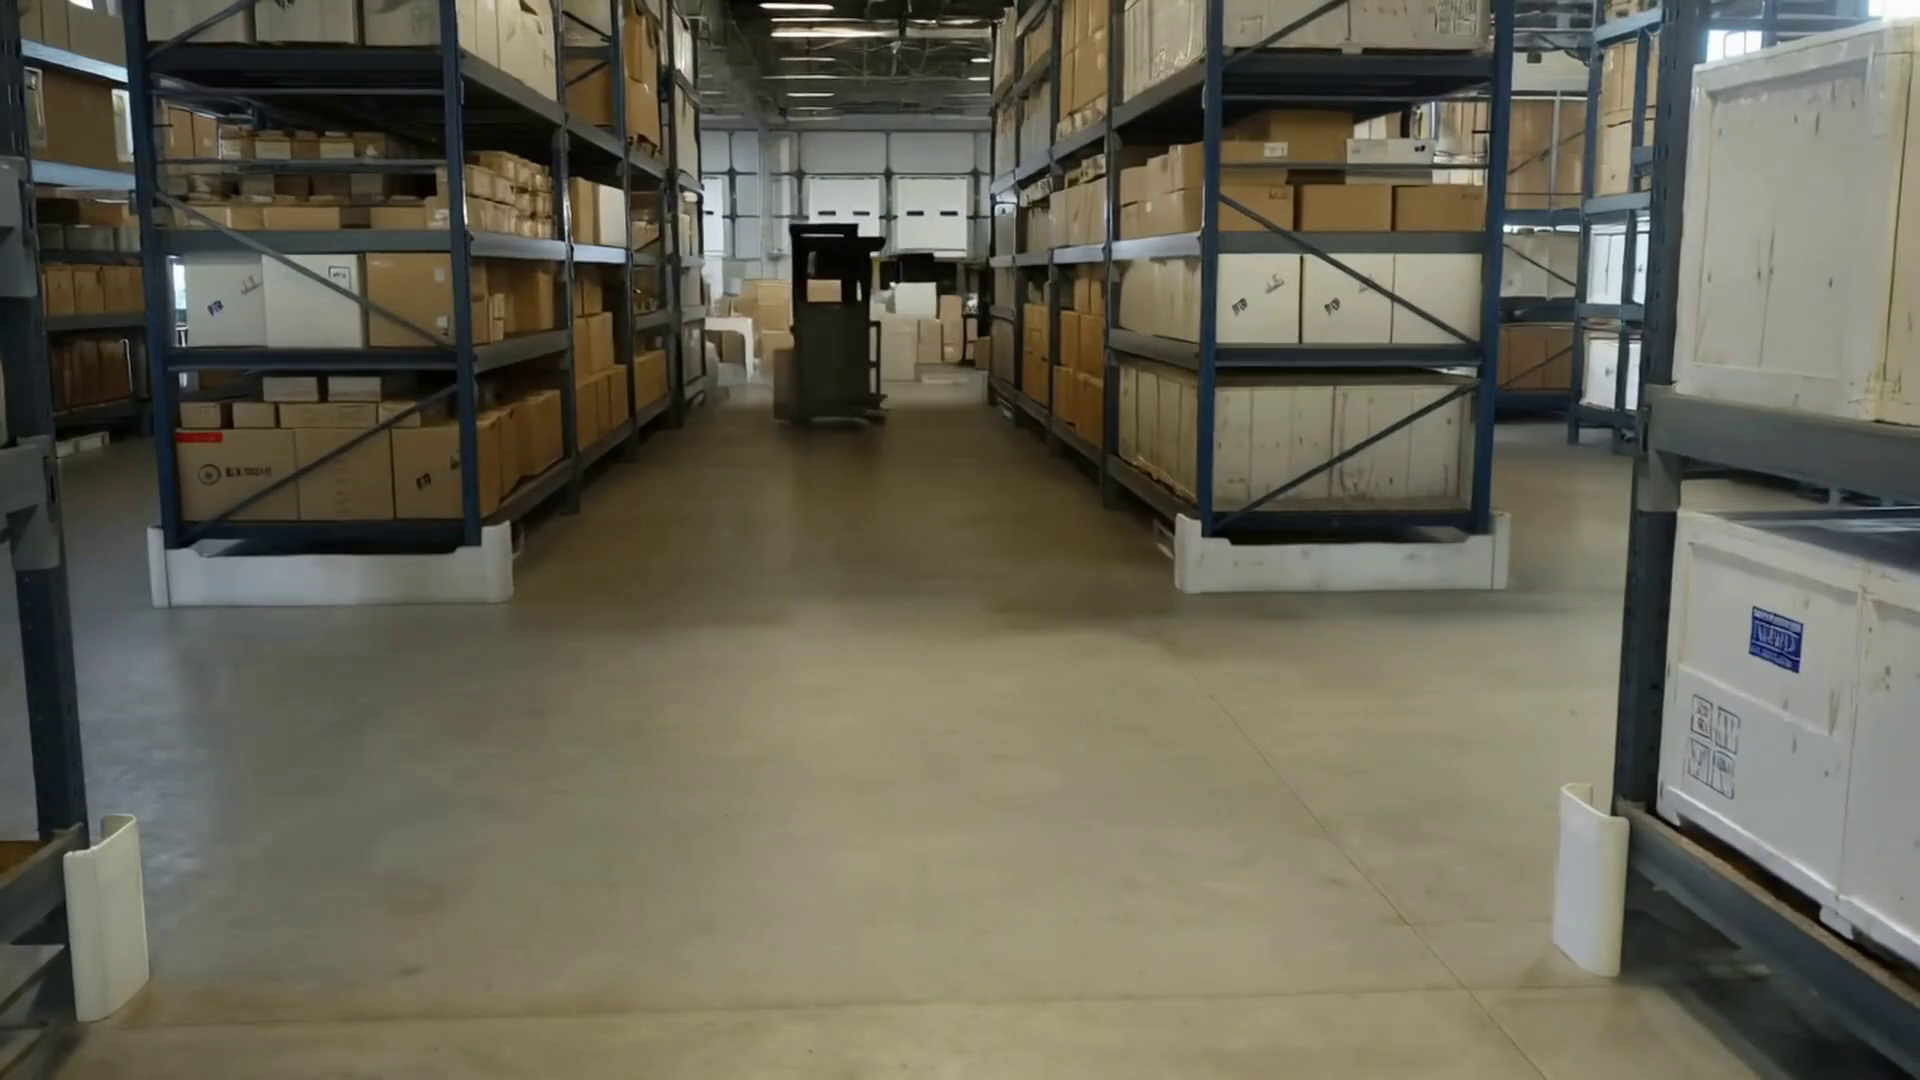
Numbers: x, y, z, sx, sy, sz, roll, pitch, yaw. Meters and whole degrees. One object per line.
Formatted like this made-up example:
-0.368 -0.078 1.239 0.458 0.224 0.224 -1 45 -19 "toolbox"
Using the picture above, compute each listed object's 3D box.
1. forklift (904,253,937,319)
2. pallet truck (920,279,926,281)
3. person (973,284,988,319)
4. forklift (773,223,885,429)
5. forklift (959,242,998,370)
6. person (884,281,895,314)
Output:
-1.321 -7.852 53.634 1.129 2.768 1.873 -5 10 -30 "forklift"
-0.932 -8.922 63.114 1.885 1.965 0.823 2 9 13 "pallet truck"
0.663 -6.268 46.835 0.563 1.885 1.012 -3 10 -19 "person"
-1.903 -3.028 23.343 1.129 2.768 1.873 -4 10 -22 "forklift"
1.039 -5.082 36.242 1.129 2.768 1.873 -9 13 -44 "forklift"
-2.083 -7.090 51.837 0.629 1.931 0.383 4 10 22 "person"
